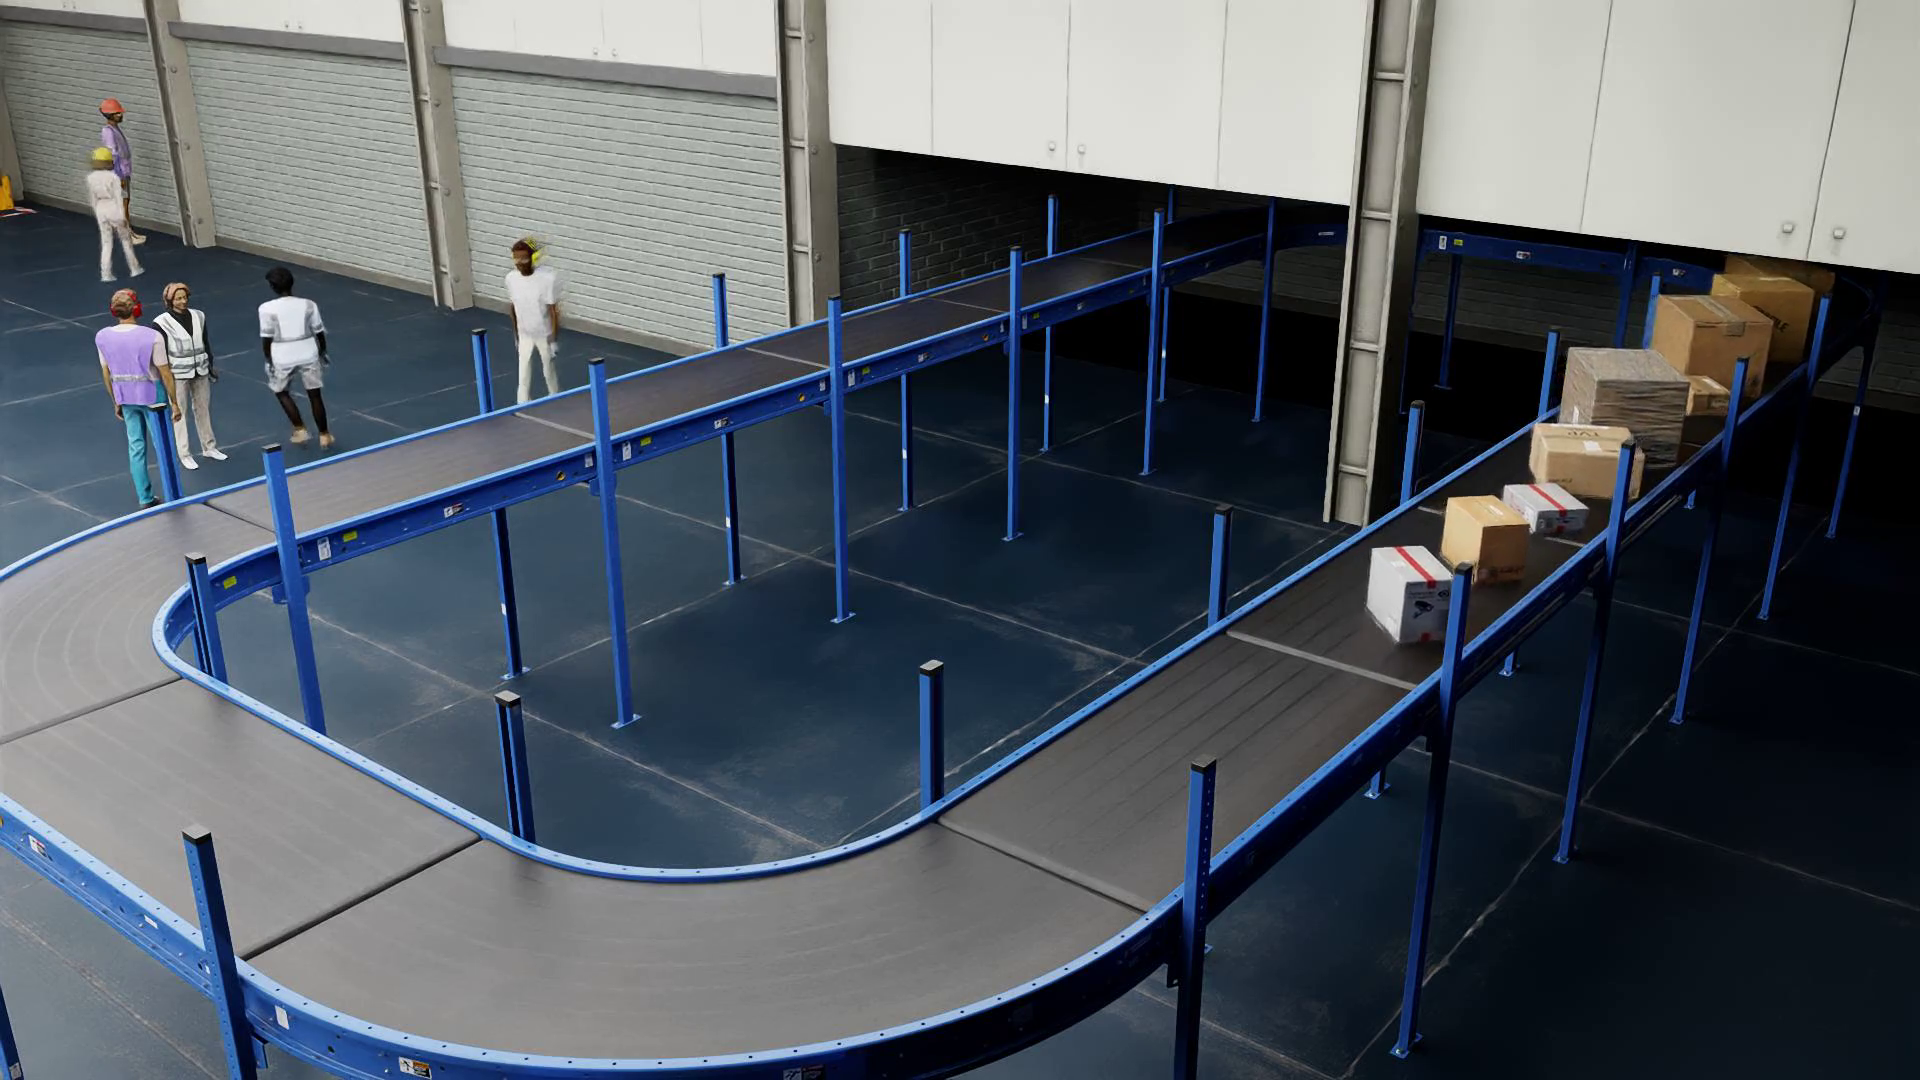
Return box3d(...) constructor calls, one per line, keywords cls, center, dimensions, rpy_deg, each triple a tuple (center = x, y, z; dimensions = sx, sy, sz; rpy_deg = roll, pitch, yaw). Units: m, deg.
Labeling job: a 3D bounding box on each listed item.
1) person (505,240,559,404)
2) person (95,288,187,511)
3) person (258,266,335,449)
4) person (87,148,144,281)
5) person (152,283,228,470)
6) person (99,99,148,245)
box3d(cls="person", center=(-3.943, -1.841, 15.368), dimensions=(0.536, 1.825, 0.935), rpy_deg=(2, 22, 6))
box3d(cls="person", center=(-6.631, -1.115, 13.499), dimensions=(0.565, 1.850, 0.390), rpy_deg=(1, 22, 3))
box3d(cls="person", center=(-6.007, -1.641, 15.053), dimensions=(0.608, 1.681, 0.436), rpy_deg=(-15, 26, -33))
box3d(cls="person", center=(-11.014, -4.230, 21.629), dimensions=(0.521, 1.695, 0.733), rpy_deg=(4, 22, 9))
box3d(cls="person", center=(-6.791, -1.455, 14.643), dimensions=(0.311, 1.642, 0.512), rpy_deg=(12, 24, 28))
box3d(cls="person", center=(-11.960, -5.251, 23.744), dimensions=(0.381, 2.045, 0.605), rpy_deg=(-8, 23, -18))
